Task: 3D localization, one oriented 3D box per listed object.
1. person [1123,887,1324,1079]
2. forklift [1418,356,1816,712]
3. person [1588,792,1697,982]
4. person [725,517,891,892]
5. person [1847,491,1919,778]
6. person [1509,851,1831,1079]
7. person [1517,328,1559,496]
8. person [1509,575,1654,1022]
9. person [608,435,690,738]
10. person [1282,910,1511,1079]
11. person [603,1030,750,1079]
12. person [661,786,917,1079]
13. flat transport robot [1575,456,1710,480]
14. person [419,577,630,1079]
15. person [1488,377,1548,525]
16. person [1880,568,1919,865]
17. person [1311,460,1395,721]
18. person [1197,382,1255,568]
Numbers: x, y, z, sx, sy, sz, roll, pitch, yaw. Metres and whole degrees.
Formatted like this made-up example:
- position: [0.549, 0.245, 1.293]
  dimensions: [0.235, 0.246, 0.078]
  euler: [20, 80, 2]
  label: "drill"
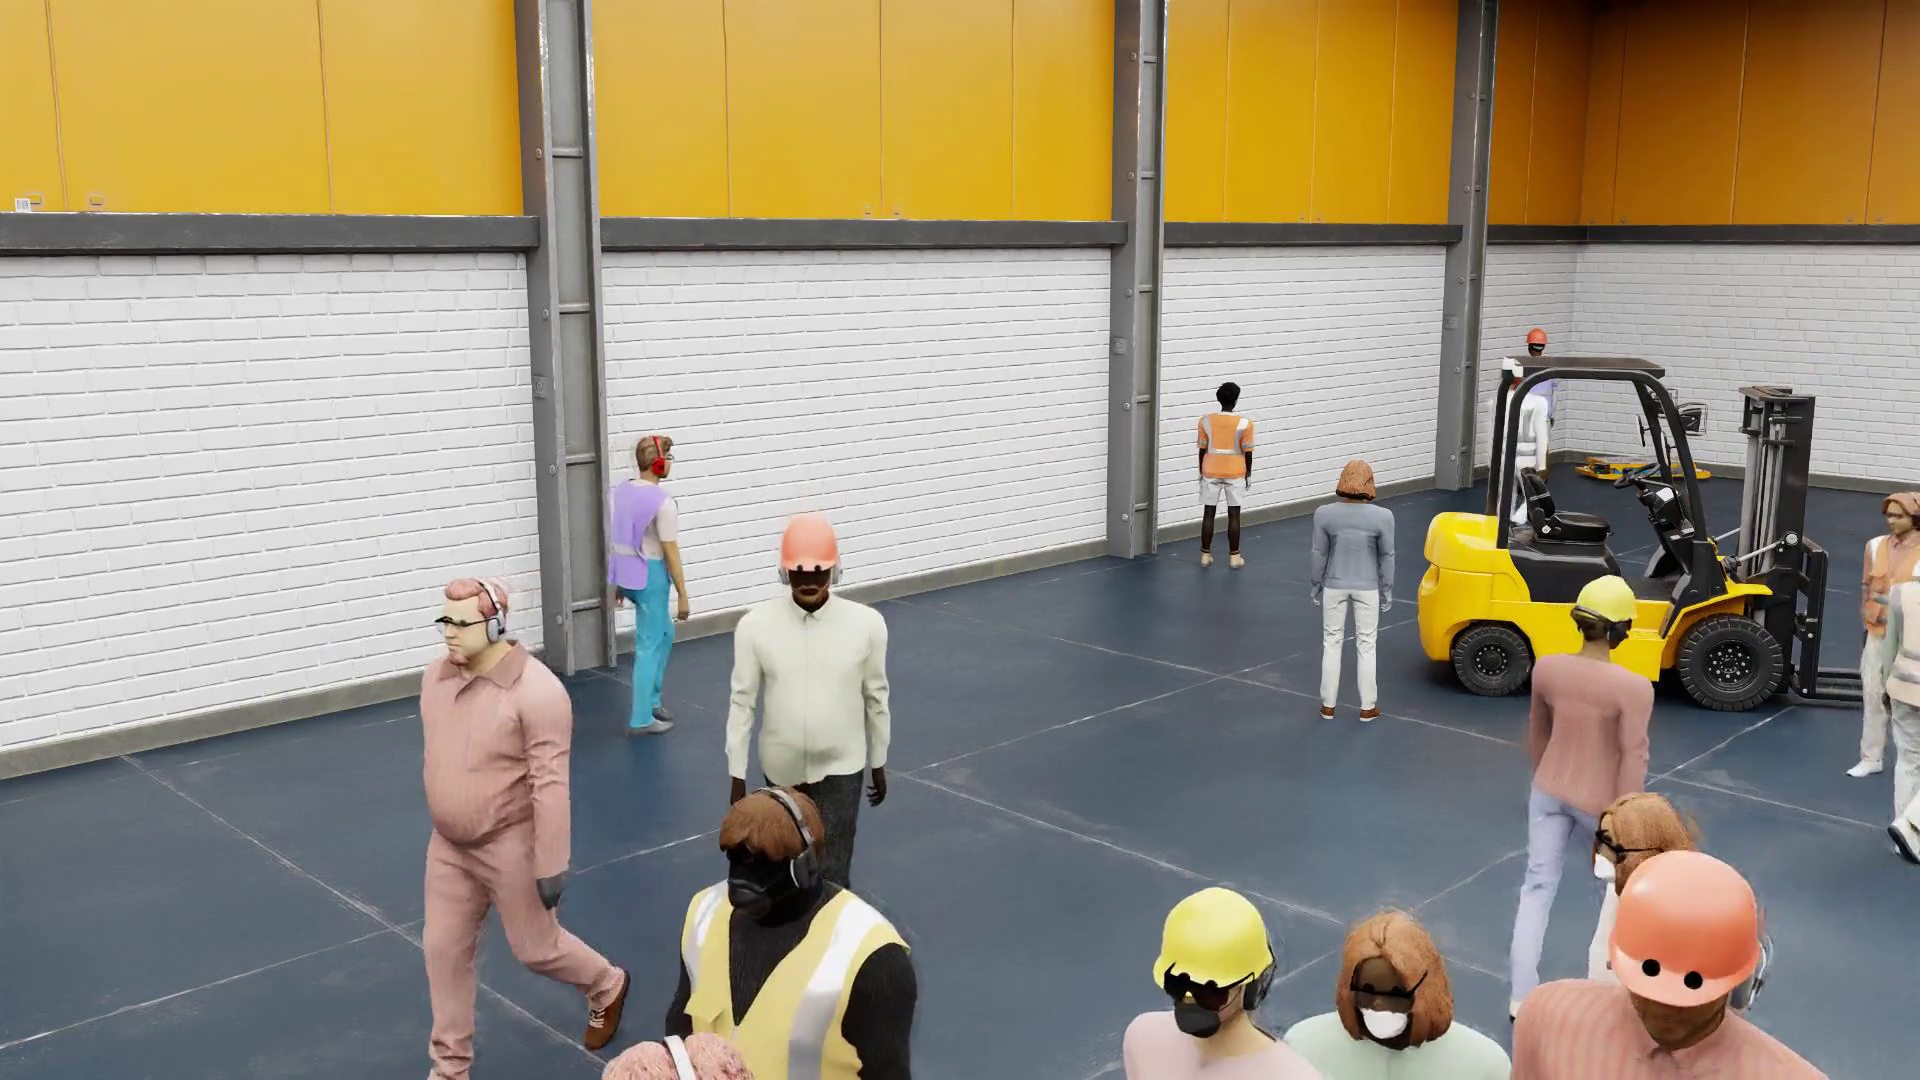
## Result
- position: [0.580, 1.525, 3.468]
  dimensions: [0.529, 1.740, 0.799]
  euler: [9, 14, 42]
  label: "person"
- position: [4.276, -0.101, 11.076]
  dimensions: [2.313, 2.155, 1.214]
  euler: [2, 11, 13]
  label: "forklift"
- position: [1.808, 1.431, 4.318]
  dimensions: [0.584, 1.616, 0.499]
  euler: [1, 10, 4]
  label: "person"
- position: [-0.594, 0.850, 6.575]
  dimensions: [0.639, 1.955, 1.019]
  euler: [0, 10, -1]
  label: "person"
- position: [5.264, 0.523, 9.229]
  dimensions: [0.557, 1.619, 0.520]
  euler: [-5, 12, -27]
  label: "person"
- position: [1.201, 1.496, 3.006]
  dimensions: [0.630, 1.954, 0.816]
  euler: [8, 13, 37]
  label: "person"
- position: [6.641, -1.477, 19.273]
  dimensions: [0.542, 1.939, 0.363]
  euler: [-1, 10, -7]
  label: "person"
- position: [2.457, 0.981, 6.444]
  dimensions: [0.892, 1.714, 0.549]
  euler: [-8, 13, -37]
  label: "person"
- position: [-1.828, 0.275, 10.017]
  dimensions: [0.556, 1.823, 0.608]
  euler: [-9, 14, -40]
  label: "person"
- position: [0.919, 1.576, 3.555]
  dimensions: [0.495, 1.588, 0.827]
  euler: [2, 11, 9]
  label: "person"
- position: [-0.359, 1.634, 2.570]
  dimensions: [0.818, 1.858, 0.670]
  euler: [-3, 11, -17]
  label: "person"
- position: [-0.409, 1.422, 3.881]
  dimensions: [0.644, 1.796, 0.969]
  euler: [8, 13, 36]
  label: "person"
- position: [8.489, -0.902, 20.695]
  dimensions: [1.431, 0.197, 0.652]
  euler: [-1, 10, -5]
  label: "flat transport robot"
- position: [-1.576, 1.027, 5.821]
  dimensions: [0.656, 1.880, 0.869]
  euler: [6, 12, 29]
  label: "person"
- position: [5.116, -0.714, 15.310]
  dimensions: [0.461, 1.865, 0.598]
  euler: [-9, 14, -41]
  label: "person"
- position: [4.588, 0.765, 7.912]
  dimensions: [0.455, 1.628, 0.524]
  euler: [-5, 12, -27]
  label: "person"
- position: [2.434, 0.315, 10.337]
  dimensions: [0.506, 1.632, 0.264]
  euler: [3, 11, 18]
  label: "person"
- position: [2.407, -0.587, 15.102]
  dimensions: [0.529, 1.691, 0.318]
  euler: [4, 11, 19]
  label: "person"
